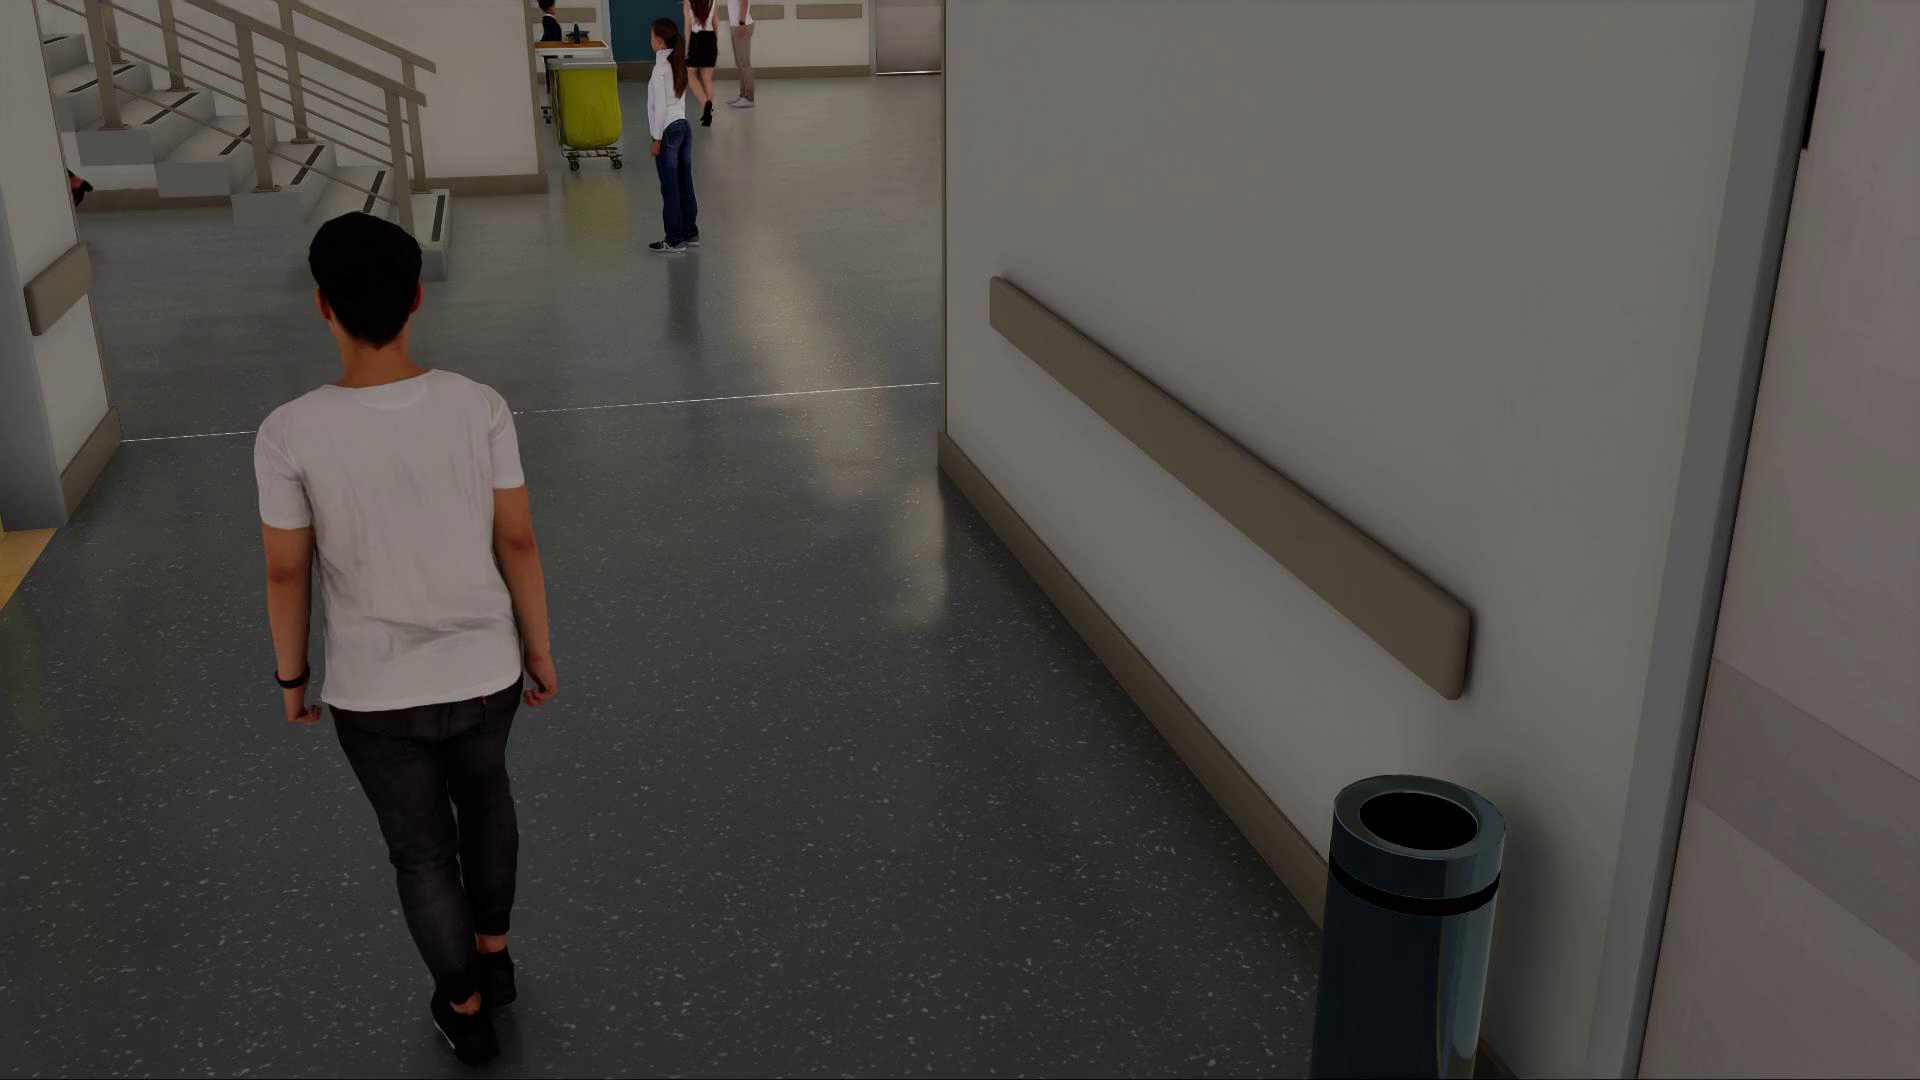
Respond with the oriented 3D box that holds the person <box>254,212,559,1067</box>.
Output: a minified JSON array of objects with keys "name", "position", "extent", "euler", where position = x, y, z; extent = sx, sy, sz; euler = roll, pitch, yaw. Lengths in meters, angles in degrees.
[{"name":"person","position":[-1.005,0.254,3.156],"extent":[0.616,1.713,0.775],"euler":[-12,24,-28]}]

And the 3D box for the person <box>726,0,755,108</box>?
[{"name":"person","position":[-2.614,-6.144,19.844],"extent":[0.557,1.887,0.663],"euler":[-6,21,-14]}]

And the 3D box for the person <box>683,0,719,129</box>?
[{"name":"person","position":[-2.740,-5.254,17.846],"extent":[0.678,1.639,0.743],"euler":[-14,25,-33]}]

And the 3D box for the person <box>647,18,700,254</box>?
[{"name":"person","position":[-1.979,-2.782,11.433],"extent":[0.669,1.559,0.624],"euler":[8,22,20]}]

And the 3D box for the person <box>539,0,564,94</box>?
[{"name":"person","position":[-5.268,-6.378,21.400],"extent":[0.578,1.224,0.563],"euler":[-15,25,-34]}]
